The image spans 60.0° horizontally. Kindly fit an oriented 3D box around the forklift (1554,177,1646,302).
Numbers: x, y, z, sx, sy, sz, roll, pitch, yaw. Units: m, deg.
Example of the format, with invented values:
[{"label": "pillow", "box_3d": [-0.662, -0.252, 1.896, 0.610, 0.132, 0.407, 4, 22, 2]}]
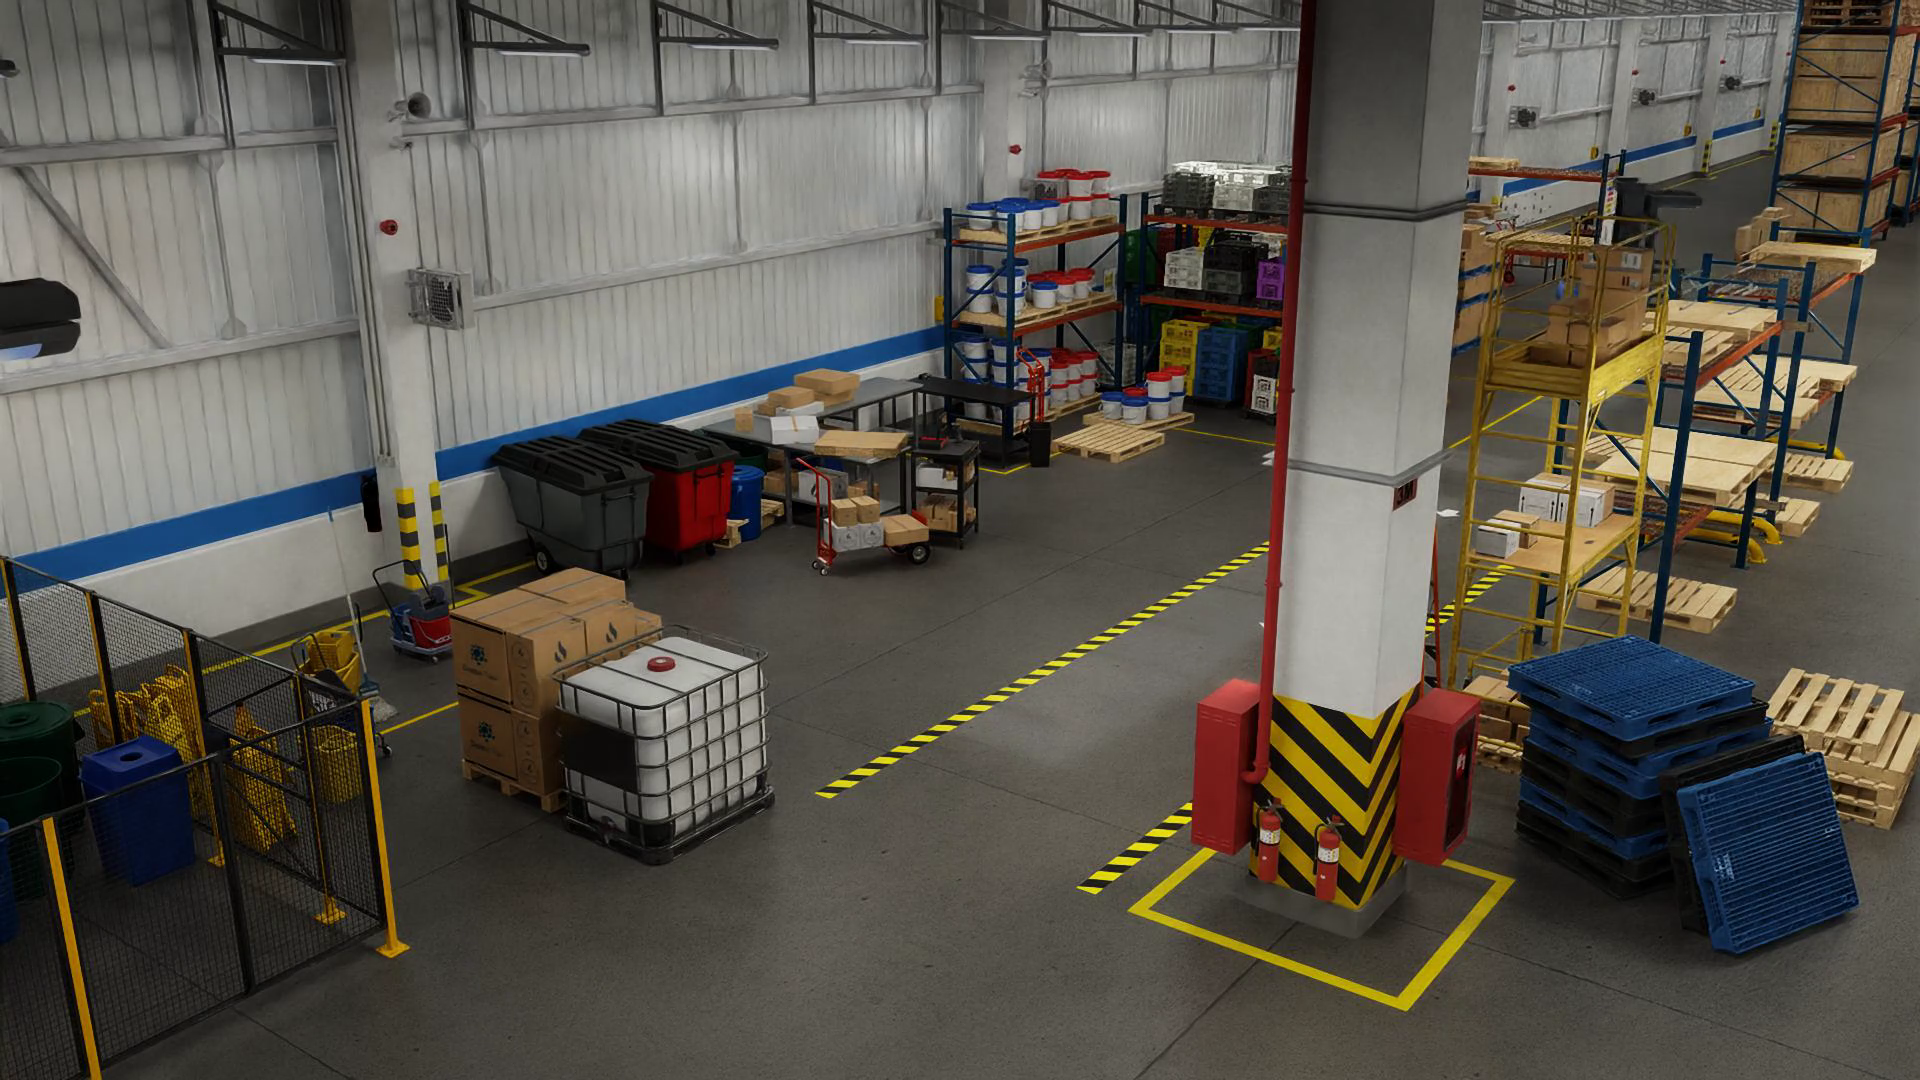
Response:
[{"label": "forklift", "box_3d": [10.953, -4.558, 27.569, 1.873, 2.768, 1.129, 4, 19, 12]}]
